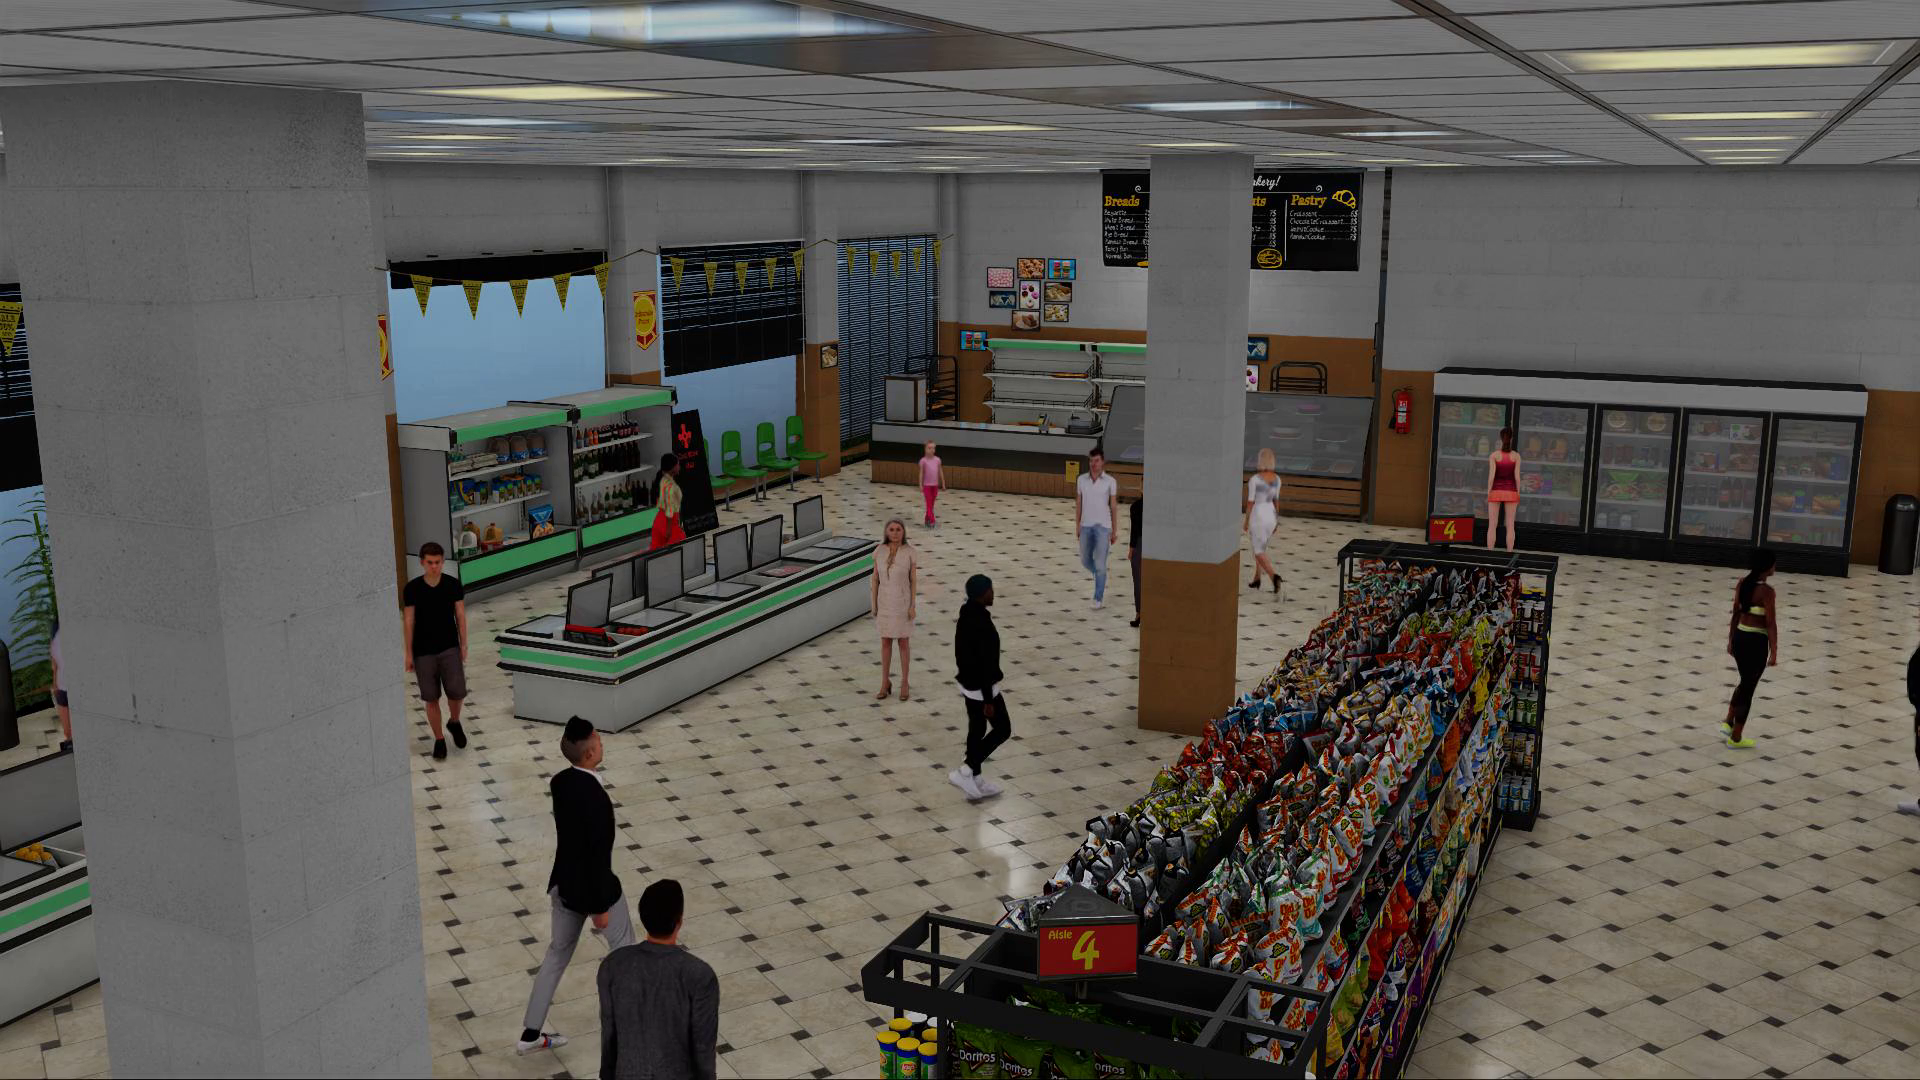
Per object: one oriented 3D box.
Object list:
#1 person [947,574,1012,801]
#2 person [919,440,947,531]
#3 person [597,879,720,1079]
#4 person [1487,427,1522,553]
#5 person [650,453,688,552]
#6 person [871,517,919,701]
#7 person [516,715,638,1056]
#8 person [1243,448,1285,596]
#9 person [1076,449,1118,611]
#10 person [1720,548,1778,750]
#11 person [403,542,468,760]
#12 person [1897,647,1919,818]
[{"bbox_3d":[0.077,1.157,12.857,0.930,1.811,0.872,-5,13,-23],"label":"person"},{"bbox_3d":[-0.436,-0.777,23.414,0.848,1.245,0.848,-6,13,-28],"label":"person"},{"bbox_3d":[-1.287,2.369,7.016,0.973,1.846,1.206,1,12,3],"label":"person"},{"bbox_3d":[6.919,-0.569,21.194,0.610,1.754,0.616,3,12,12],"label":"person"},{"bbox_3d":[-3.412,-0.067,18.860,1.250,1.731,0.957,-9,15,-37],"label":"person"},{"bbox_3d":[-0.611,0.632,15.531,0.637,1.736,0.600,3,12,14],"label":"person"},{"bbox_3d":[-2.132,1.909,9.071,1.328,1.900,1.018,-11,16,-42],"label":"person"},{"bbox_3d":[3.577,-0.183,19.428,1.017,1.725,1.028,-6,13,-25],"label":"person"},{"bbox_3d":[1.593,-0.138,18.961,0.650,1.829,0.928,5,13,24],"label":"person"},{"bbox_3d":[6.615,0.933,14.080,0.774,1.746,0.709,-4,12,-17],"label":"person"},{"bbox_3d":[-4.405,0.903,13.980,0.829,1.845,0.888,-4,13,-19],"label":"person"},{"bbox_3d":[7.309,1.311,12.460,0.788,1.673,0.642,8,14,33],"label":"person"}]
